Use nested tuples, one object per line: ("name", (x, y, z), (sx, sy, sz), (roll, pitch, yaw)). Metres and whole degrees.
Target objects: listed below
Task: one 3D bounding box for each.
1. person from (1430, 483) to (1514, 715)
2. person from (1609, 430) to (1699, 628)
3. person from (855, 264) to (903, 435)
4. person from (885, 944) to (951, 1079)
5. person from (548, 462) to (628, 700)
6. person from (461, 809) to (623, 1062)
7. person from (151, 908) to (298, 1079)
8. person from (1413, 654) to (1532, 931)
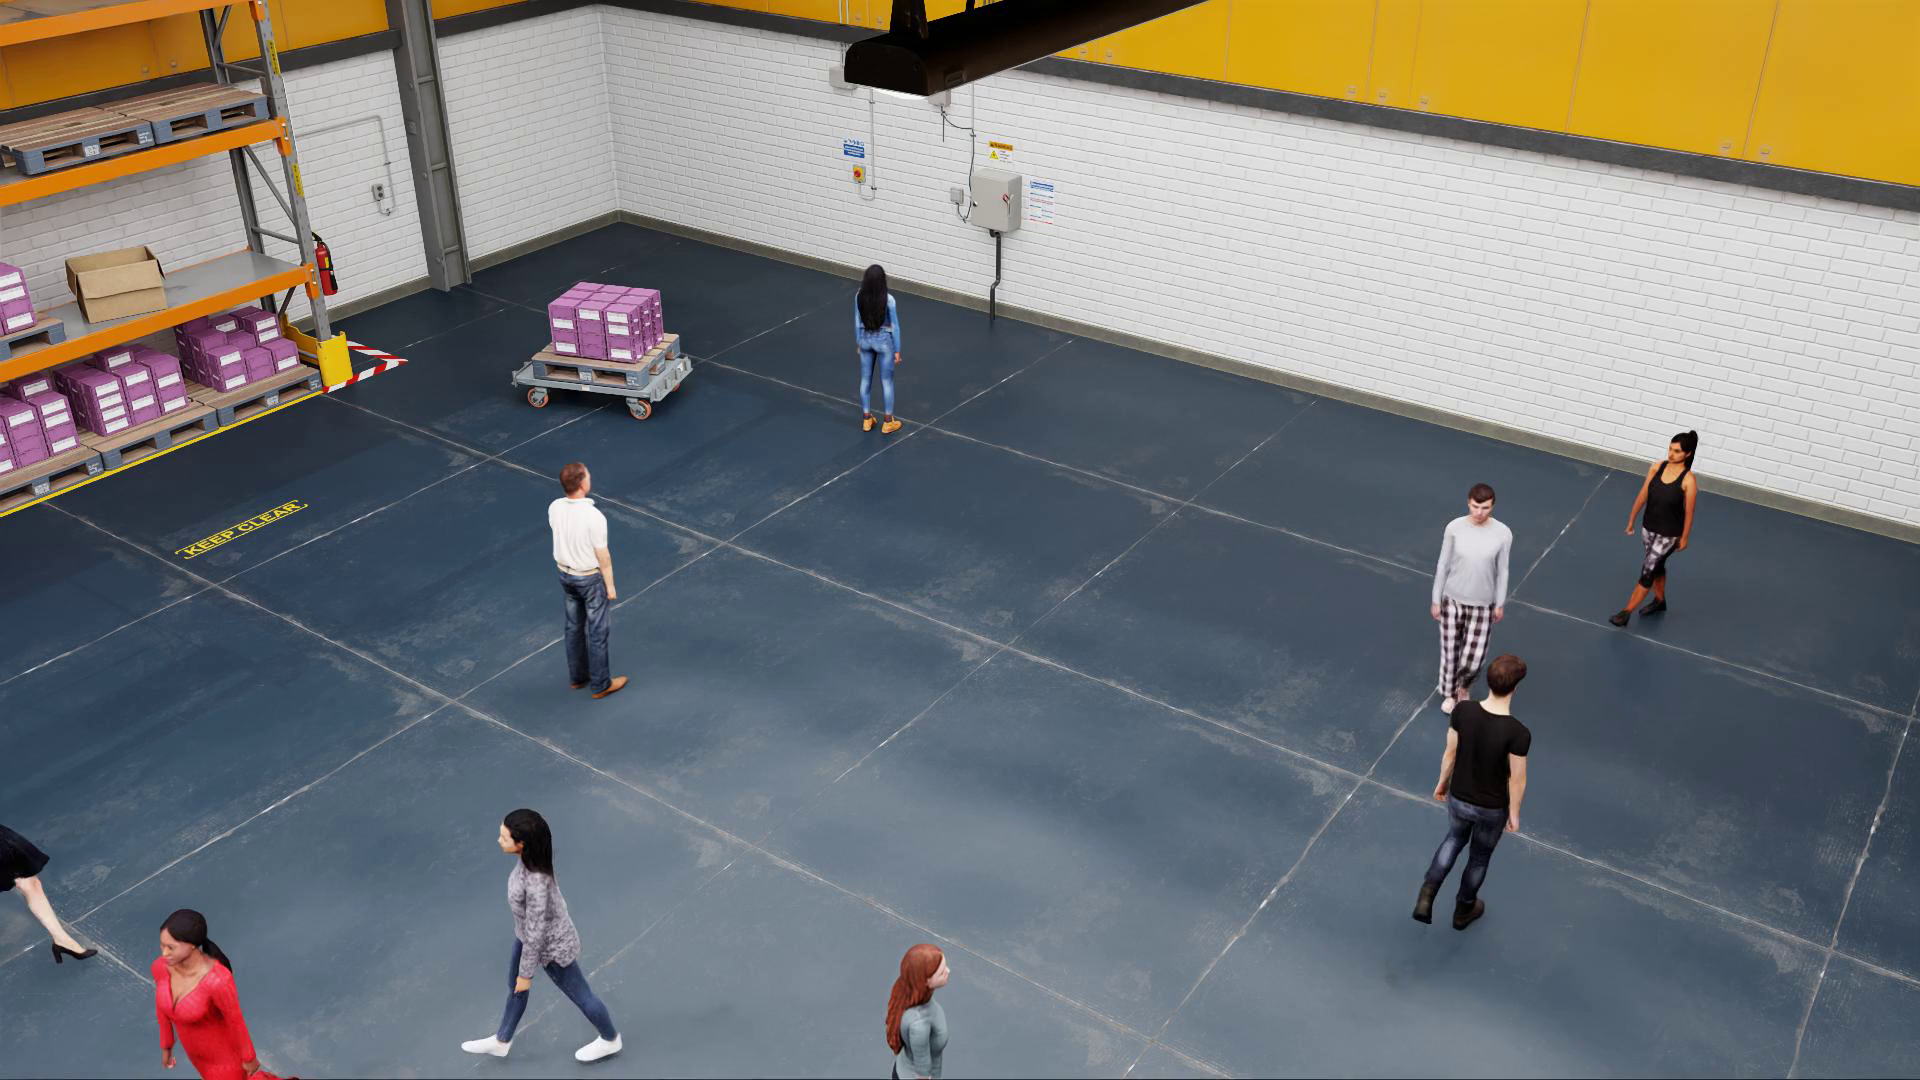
("person", (3.669, 0.389, 11.976), (0.717, 1.839, 0.717), (11, 31, 20))
("person", (5.591, -0.111, 13.099), (1.055, 1.641, 0.882), (-14, 31, -23))
("person", (-0.813, -1.875, 16.260), (0.654, 1.711, 0.592), (11, 30, 19))
("person", (-0.199, 2.624, 7.984), (0.714, 1.740, 0.639), (-2, 29, -4))
("person", (-2.766, 0.291, 12.145), (0.653, 1.850, 0.553), (17, 33, 29))
("person", (-2.118, 2.145, 8.910), (1.187, 1.693, 1.056), (-9, 30, -16))
("person", (-3.608, 2.495, 8.216), (0.757, 1.743, 1.148), (12, 31, 22))
("person", (3.002, 1.569, 9.768), (0.942, 1.883, 0.769), (-25, 38, -38))
